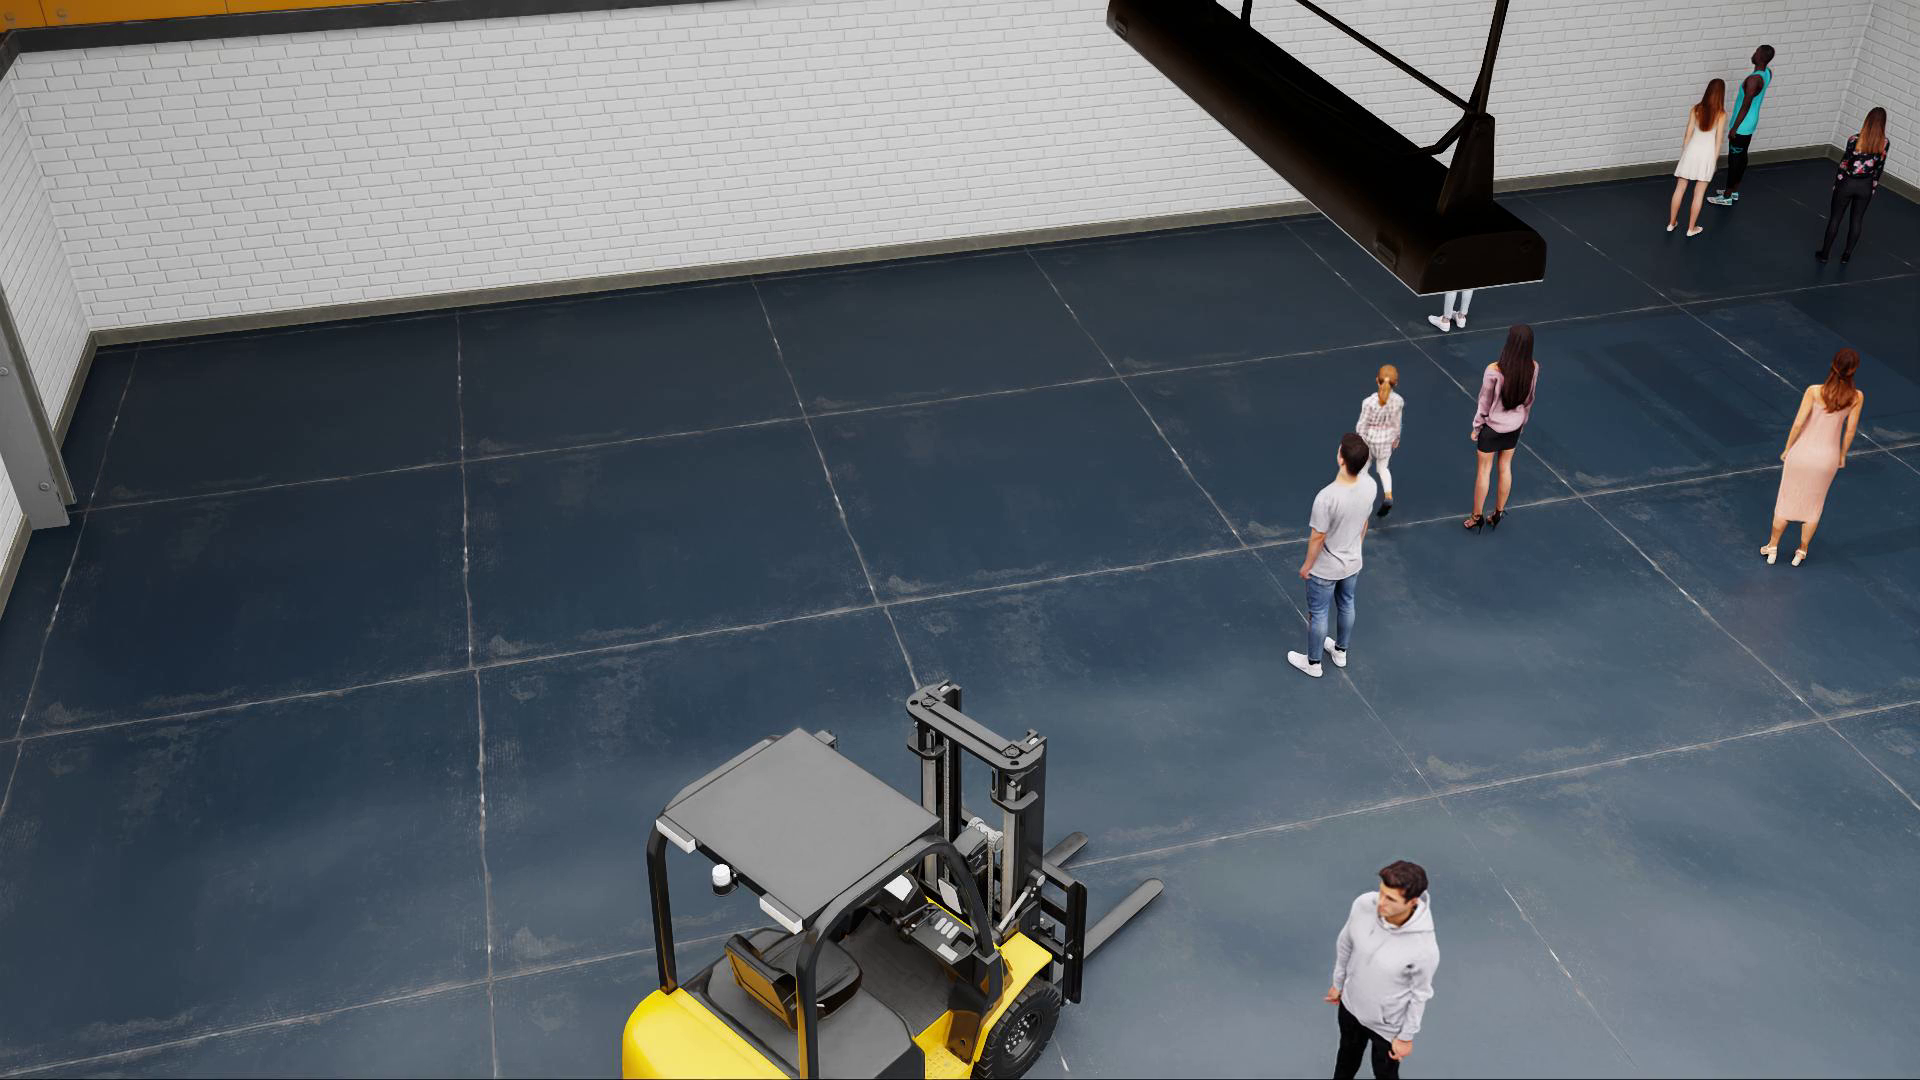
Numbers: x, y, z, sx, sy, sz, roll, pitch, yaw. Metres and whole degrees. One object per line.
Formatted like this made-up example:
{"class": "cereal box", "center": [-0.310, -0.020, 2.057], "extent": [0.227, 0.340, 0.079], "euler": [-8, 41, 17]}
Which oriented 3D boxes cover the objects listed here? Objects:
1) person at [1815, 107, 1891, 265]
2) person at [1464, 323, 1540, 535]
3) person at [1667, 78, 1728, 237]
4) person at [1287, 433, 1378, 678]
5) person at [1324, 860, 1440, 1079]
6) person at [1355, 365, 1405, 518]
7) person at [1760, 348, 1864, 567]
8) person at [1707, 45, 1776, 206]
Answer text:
{"class": "person", "center": [9.364, -3.704, 17.382], "extent": [0.644, 1.684, 0.653], "euler": [8, 34, 12]}
{"class": "person", "center": [4.224, -0.861, 12.989], "extent": [0.630, 1.811, 0.530], "euler": [-7, 34, -10]}
{"class": "person", "center": [8.011, -4.158, 18.039], "extent": [0.627, 1.711, 0.714], "euler": [27, 42, 35]}
{"class": "person", "center": [2.594, 0.105, 11.465], "extent": [0.725, 1.889, 0.662], "euler": [-18, 38, -25]}
{"class": "person", "center": [2.062, 2.273, 8.168], "extent": [0.818, 1.929, 0.675], "euler": [-24, 40, -31]}
{"class": "person", "center": [3.371, -0.769, 13.316], "extent": [0.586, 1.296, 0.830], "euler": [-6, 34, -9]}
{"class": "person", "center": [6.472, -0.623, 12.613], "extent": [0.674, 1.831, 0.686], "euler": [10, 35, 14]}
{"class": "person", "center": [8.843, -4.675, 18.727], "extent": [0.682, 1.811, 0.676], "euler": [28, 42, 35]}
